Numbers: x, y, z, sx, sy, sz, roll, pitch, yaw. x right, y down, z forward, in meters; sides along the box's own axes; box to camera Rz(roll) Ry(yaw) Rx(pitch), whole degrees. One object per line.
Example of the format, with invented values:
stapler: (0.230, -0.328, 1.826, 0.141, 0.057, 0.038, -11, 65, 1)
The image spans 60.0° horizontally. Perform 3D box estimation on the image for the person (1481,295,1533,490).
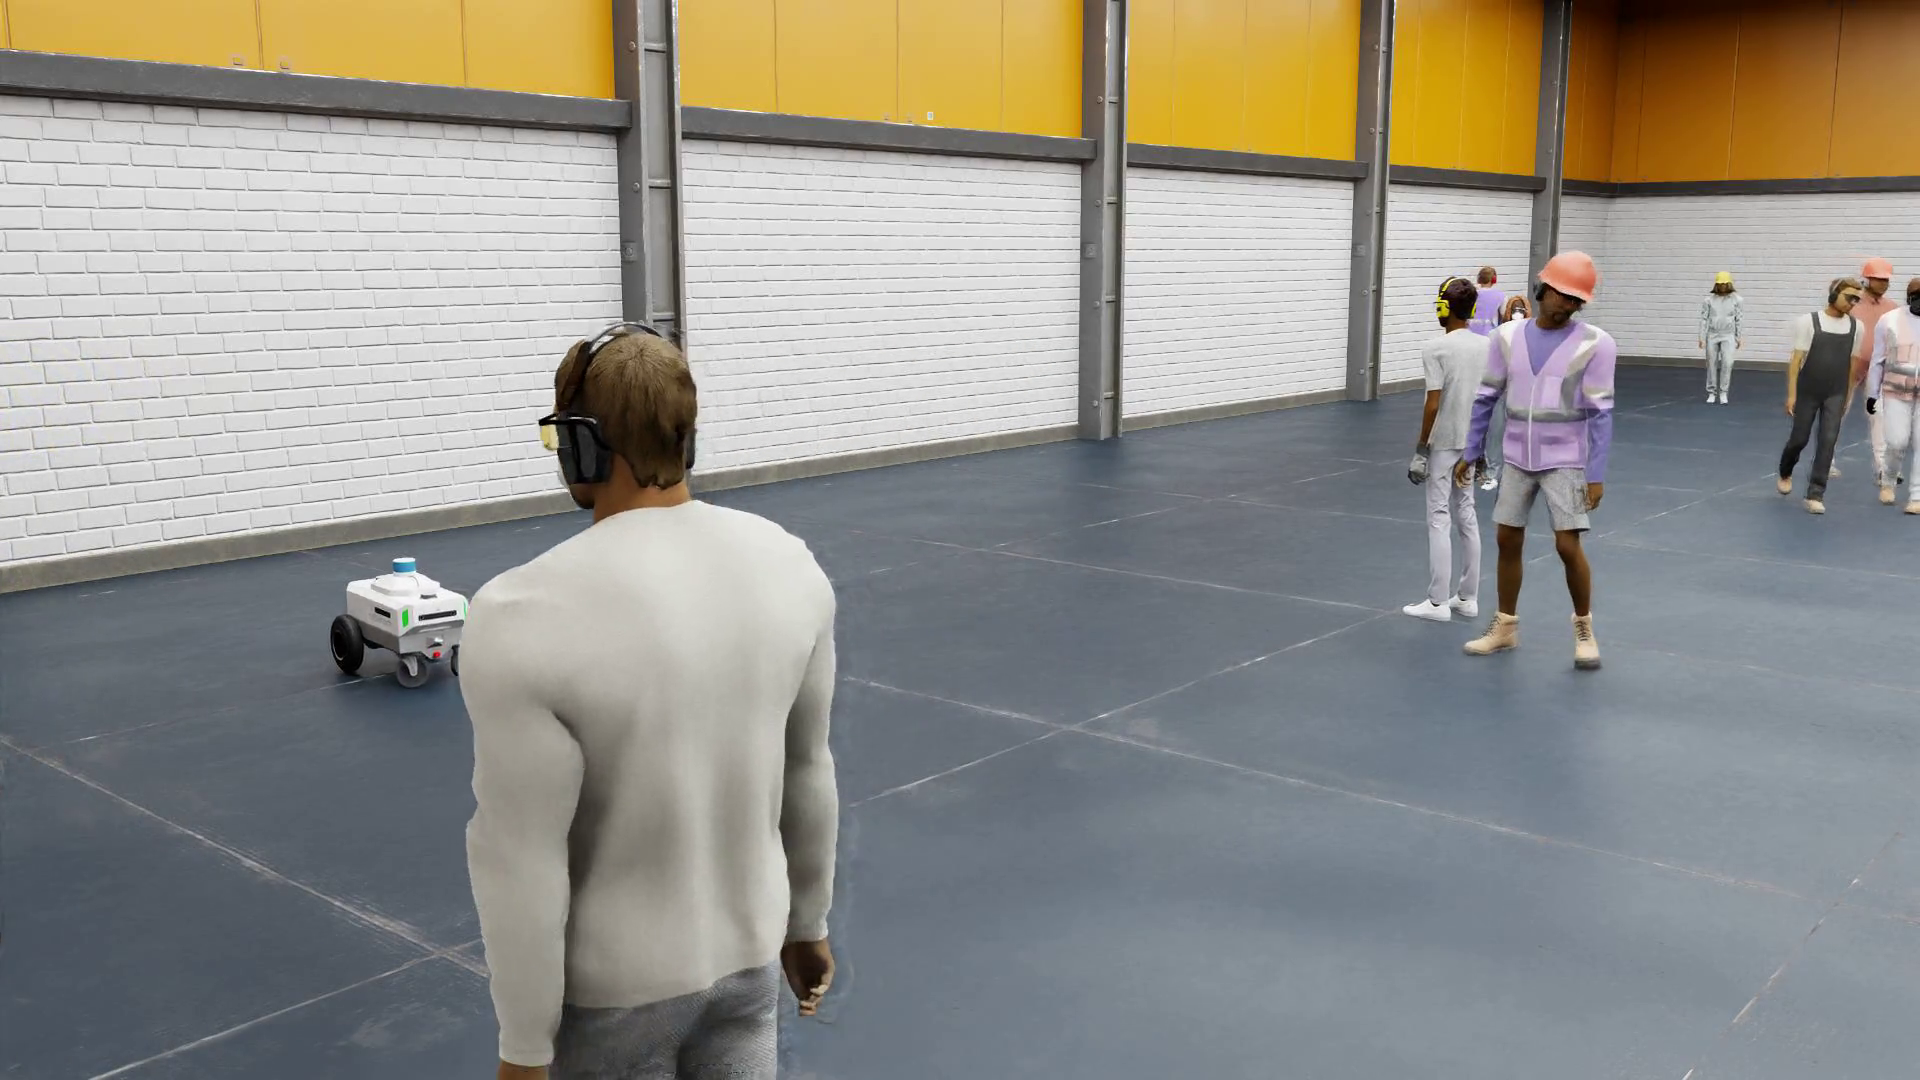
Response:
person: (4.603, -1.215, 13.850, 0.502, 1.636, 0.280, 5, 11, 24)

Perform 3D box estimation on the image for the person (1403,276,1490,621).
person: (2.661, -0.486, 9.065, 0.557, 1.876, 0.369, -6, 11, -29)

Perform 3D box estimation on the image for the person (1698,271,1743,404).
person: (9.841, -2.606, 21.549, 0.508, 1.713, 0.782, 5, 11, 26)

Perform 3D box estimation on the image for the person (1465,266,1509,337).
person: (6.453, -2.471, 20.525, 0.579, 1.819, 0.913, 8, 13, 38)

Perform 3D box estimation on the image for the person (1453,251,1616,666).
person: (2.804, -0.390, 8.092, 0.459, 2.019, 0.730, -10, 14, -44)

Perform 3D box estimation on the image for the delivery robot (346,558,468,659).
delivery robot: (-2.617, 0.329, 7.869, 0.477, 0.478, 0.707, -9, 13, -40)

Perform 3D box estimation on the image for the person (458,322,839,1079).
person: (-0.381, 0.644, 2.461, 0.748, 1.923, 0.637, 9, 13, 42)

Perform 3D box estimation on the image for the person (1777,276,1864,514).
person: (6.643, -1.133, 12.881, 0.550, 1.817, 0.726, 2, 10, 10)

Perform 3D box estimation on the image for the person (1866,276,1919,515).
person: (7.349, -1.118, 12.794, 0.658, 1.826, 0.588, 5, 11, 27)

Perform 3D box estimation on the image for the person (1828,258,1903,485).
person: (7.824, -1.459, 14.400, 0.615, 1.943, 1.041, 0, 10, 2)
